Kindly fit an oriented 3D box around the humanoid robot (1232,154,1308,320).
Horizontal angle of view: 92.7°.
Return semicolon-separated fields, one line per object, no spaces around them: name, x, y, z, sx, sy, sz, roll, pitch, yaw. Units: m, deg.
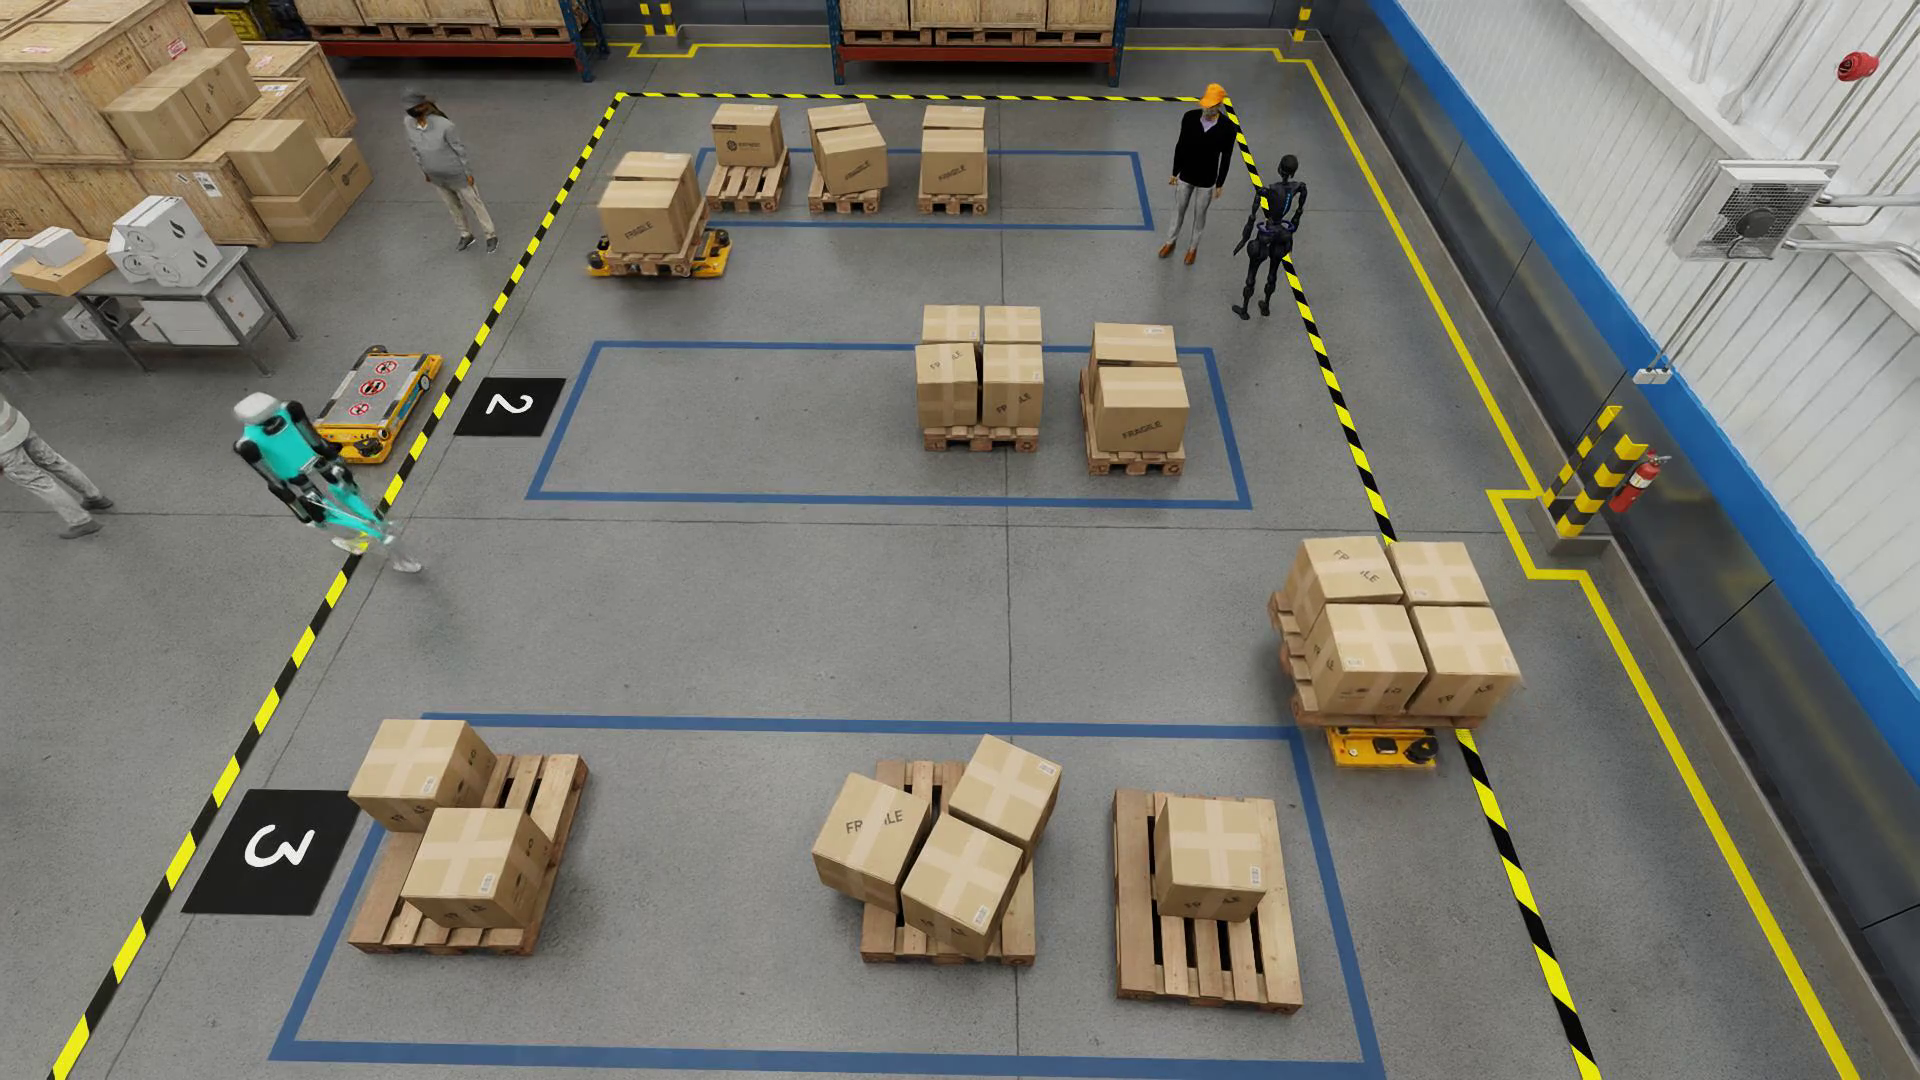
humanoid robot;3.000;-2.925;8.910;0.599;1.657;0.315;-8;50;-7

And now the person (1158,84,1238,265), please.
person;2.463;-3.761;9.494;0.586;1.881;0.387;25;54;19

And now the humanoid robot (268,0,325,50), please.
humanoid robot;-8.629;-6.411;11.880;0.612;1.638;0.609;2;50;2

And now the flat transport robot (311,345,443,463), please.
flat transport robot;-5.383;-1.269;8.441;0.659;0.231;1.431;1;50;1

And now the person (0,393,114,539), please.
person;-7.303;-0.785;6.939;0.415;1.939;0.606;-11;51;-9

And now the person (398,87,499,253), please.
person;-5.395;-3.885;9.671;0.573;1.767;0.395;6;50;5

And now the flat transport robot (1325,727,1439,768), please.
flat transport robot;2.867;0.931;6.561;0.652;0.197;1.431;1;50;1

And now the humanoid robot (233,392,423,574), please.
humanoid robot;-4.499;-0.317;6.671;1.033;1.730;0.543;11;51;9

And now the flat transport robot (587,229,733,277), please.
flat transport robot;-3.271;-3.154;10.017;1.431;0.197;0.652;1;50;1
